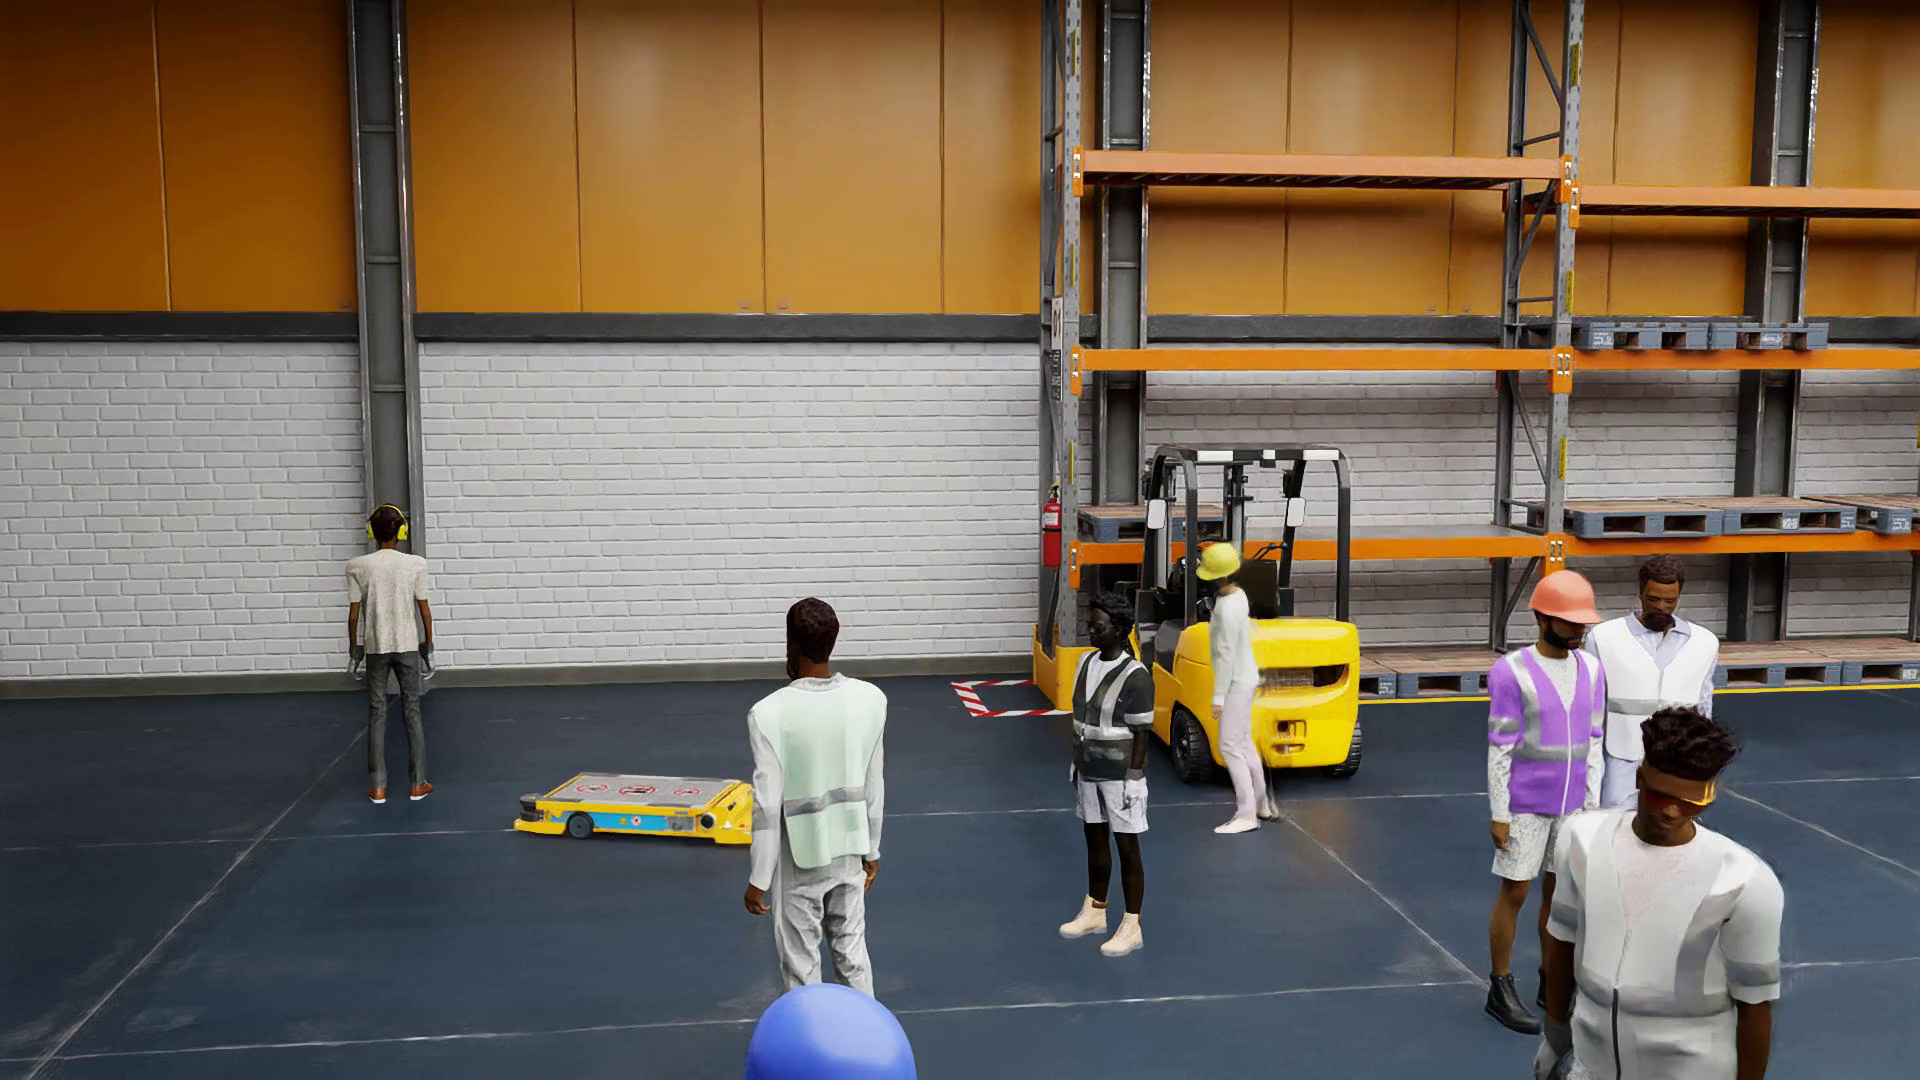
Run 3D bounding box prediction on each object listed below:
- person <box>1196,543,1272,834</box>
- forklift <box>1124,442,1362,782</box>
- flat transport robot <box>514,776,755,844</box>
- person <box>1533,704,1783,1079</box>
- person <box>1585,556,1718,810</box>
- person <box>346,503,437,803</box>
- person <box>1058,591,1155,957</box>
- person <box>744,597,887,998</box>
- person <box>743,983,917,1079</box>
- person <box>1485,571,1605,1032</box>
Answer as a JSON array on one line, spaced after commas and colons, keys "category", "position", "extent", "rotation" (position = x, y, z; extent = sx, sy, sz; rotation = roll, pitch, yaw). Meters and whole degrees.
[{"category": "person", "position": [1.608, 0.853, 9.729], "extent": [0.441, 1.720, 0.646], "rotation": [2, 7, 17]}, {"category": "forklift", "position": [1.912, 0.418, 11.496], "extent": [1.214, 2.155, 2.313], "rotation": [-1, 7, -8]}, {"category": "flat transport robot", "position": [-1.814, 1.566, 9.781], "extent": [1.431, 0.197, 0.652], "rotation": [1, 7, 10]}, {"category": "person", "position": [1.857, 1.357, 4.418], "extent": [0.666, 1.927, 0.624], "rotation": [-5, 8, -38]}, {"category": "person", "position": [3.094, 1.013, 7.509], "extent": [0.587, 1.913, 0.395], "rotation": [0, 7, 2]}, {"category": "person", "position": [-3.554, 0.704, 10.396], "extent": [0.532, 1.870, 0.316], "rotation": [-2, 7, -17]}, {"category": "person", "position": [0.696, 1.083, 7.821], "extent": [0.318, 1.700, 0.535], "rotation": [-4, 8, -34]}, {"category": "person", "position": [-0.523, 1.167, 6.133], "extent": [0.594, 1.919, 0.388], "rotation": [-6, 9, -42]}, {"category": "person", "position": [-0.140, 1.585, 2.401], "extent": [0.415, 1.939, 0.605], "rotation": [4, 8, 31]}, {"category": "person", "position": [2.438, 1.079, 6.882], "extent": [0.544, 1.928, 0.403], "rotation": [-2, 7, -19]}]
